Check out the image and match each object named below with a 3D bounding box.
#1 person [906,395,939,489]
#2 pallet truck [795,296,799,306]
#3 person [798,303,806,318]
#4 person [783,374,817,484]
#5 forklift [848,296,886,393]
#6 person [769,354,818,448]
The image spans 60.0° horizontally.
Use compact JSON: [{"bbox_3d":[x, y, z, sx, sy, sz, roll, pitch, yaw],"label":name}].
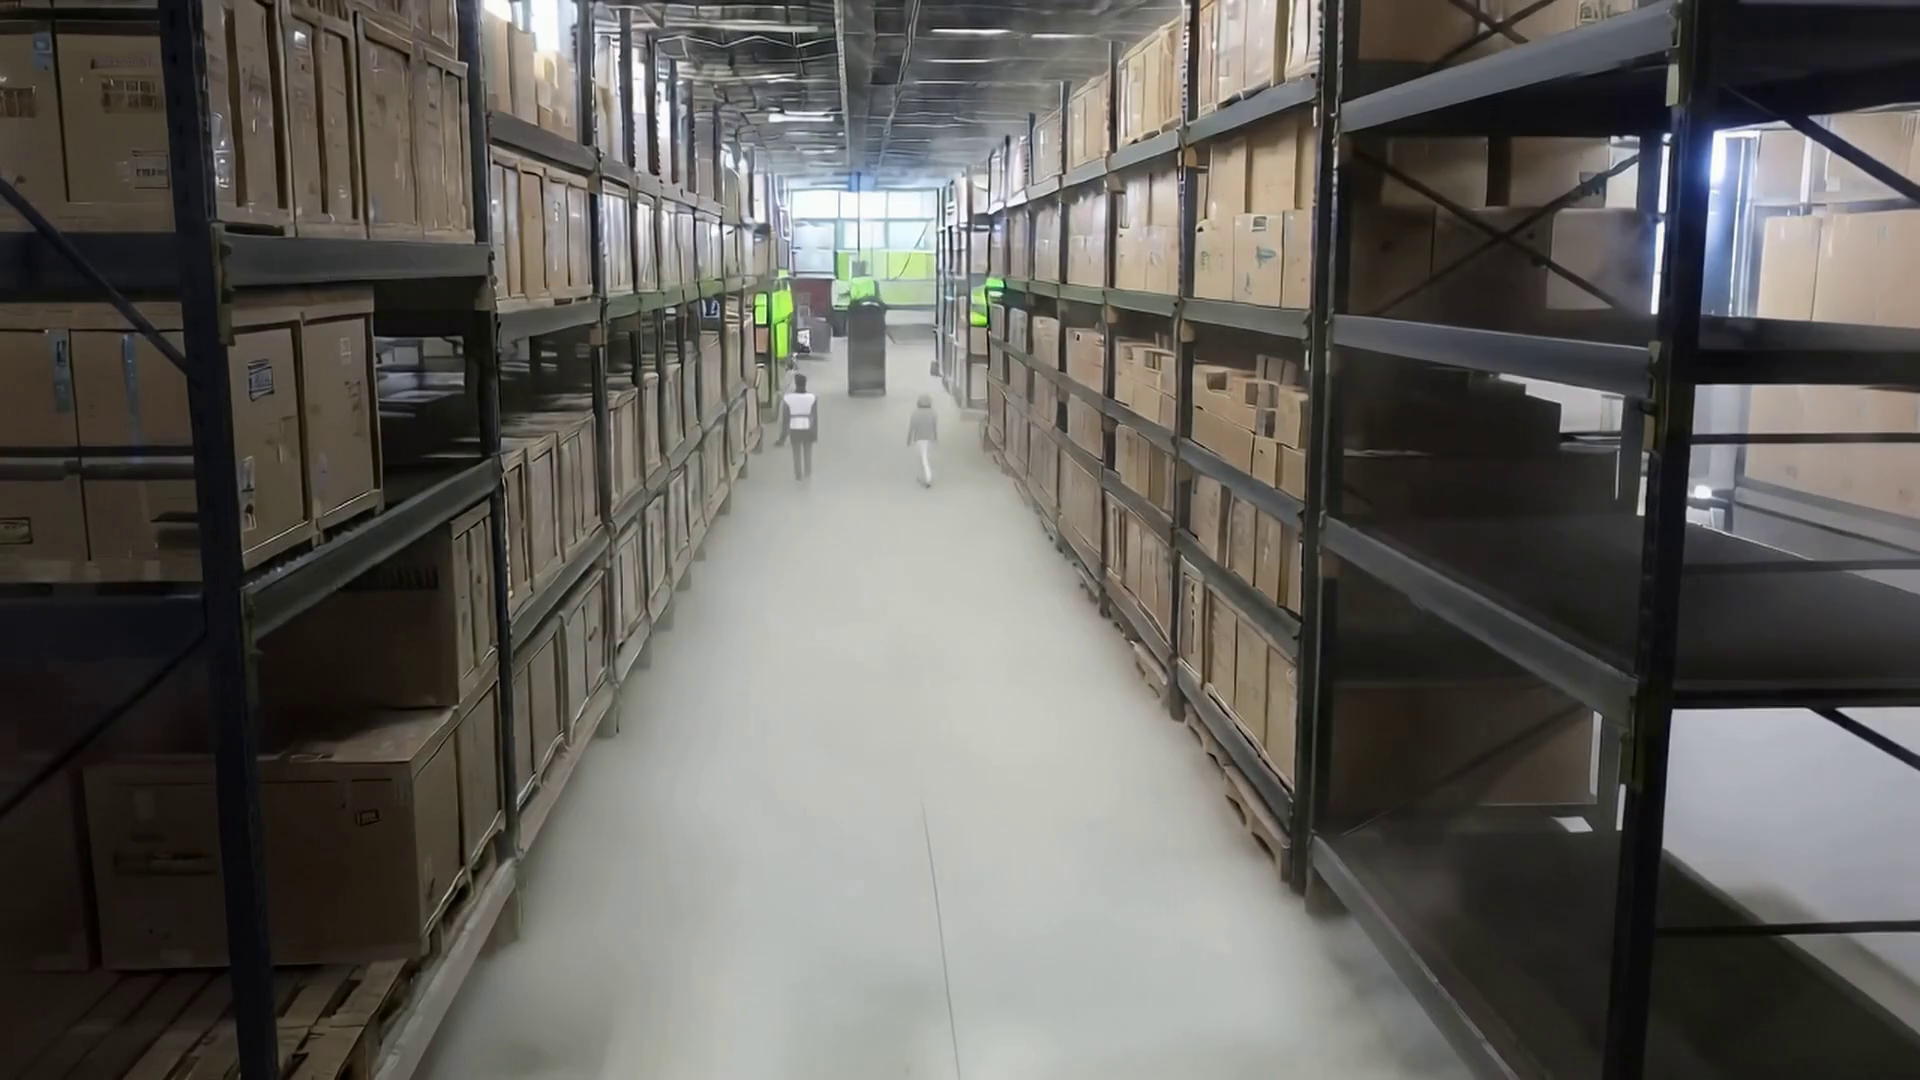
[{"bbox_3d":[-0.636,-1.678,28.318,0.515,1.587,0.843,-5,11,-27],"label":"person"},{"bbox_3d":[-8.622,-12.439,91.403,1.885,1.965,0.823,2,10,13],"label":"pallet truck"},{"bbox_3d":[-8.295,-11.479,86.077,0.567,1.860,0.824,4,10,21],"label":"person"},{"bbox_3d":[-2.777,-1.922,28.893,0.596,1.898,0.595,-1,10,-5],"label":"person"},{"bbox_3d":[-2.761,-5.784,49.018,1.129,2.768,1.873,-1,10,-3],"label":"forklift"},{"bbox_3d":[-3.436,-2.859,34.325,0.972,1.966,0.619,0,10,-1],"label":"person"}]
